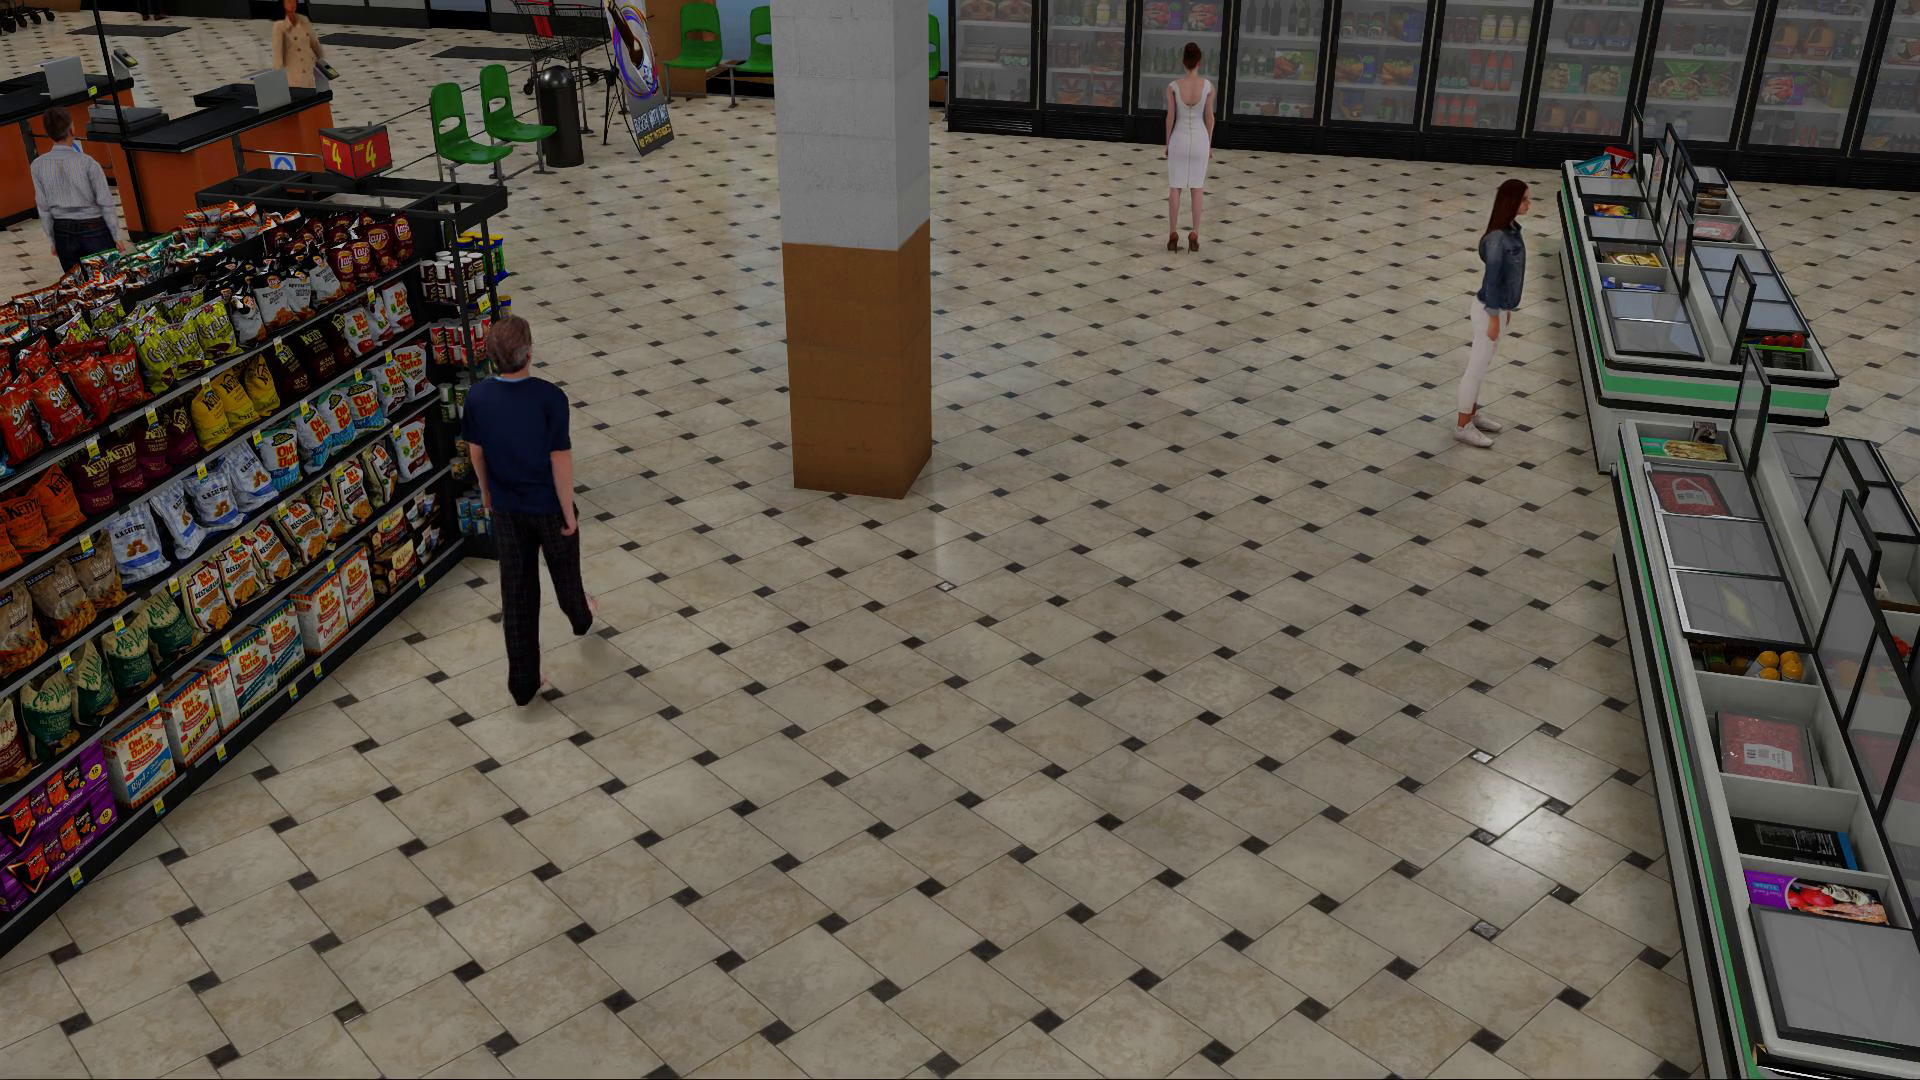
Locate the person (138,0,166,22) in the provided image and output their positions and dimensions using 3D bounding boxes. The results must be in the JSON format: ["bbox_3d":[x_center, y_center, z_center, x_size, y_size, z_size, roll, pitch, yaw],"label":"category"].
[{"bbox_3d":[-12.169,-8.622,24.693,0.700,1.723,0.659,-3,27,-7],"label":"person"}]

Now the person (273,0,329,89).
[{"bbox_3d":[-6.975,-4.899,17.440,0.915,1.642,1.077,15,30,27],"label":"person"}]

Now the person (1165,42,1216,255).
[{"bbox_3d":[1.945,-3.339,14.198,0.586,1.793,0.499,4,27,8],"label":"person"}]

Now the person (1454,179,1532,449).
[{"bbox_3d":[3.370,-1.457,10.587,0.718,1.702,0.531,14,30,25],"label":"person"}]

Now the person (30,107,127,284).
[{"bbox_3d":[-6.259,-2.172,11.867,0.735,1.819,0.714,-5,27,-10],"label":"person"}]

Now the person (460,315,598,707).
[{"bbox_3d":[-2.033,-0.090,7.769,0.869,1.813,1.254,1,27,2],"label":"person"}]
